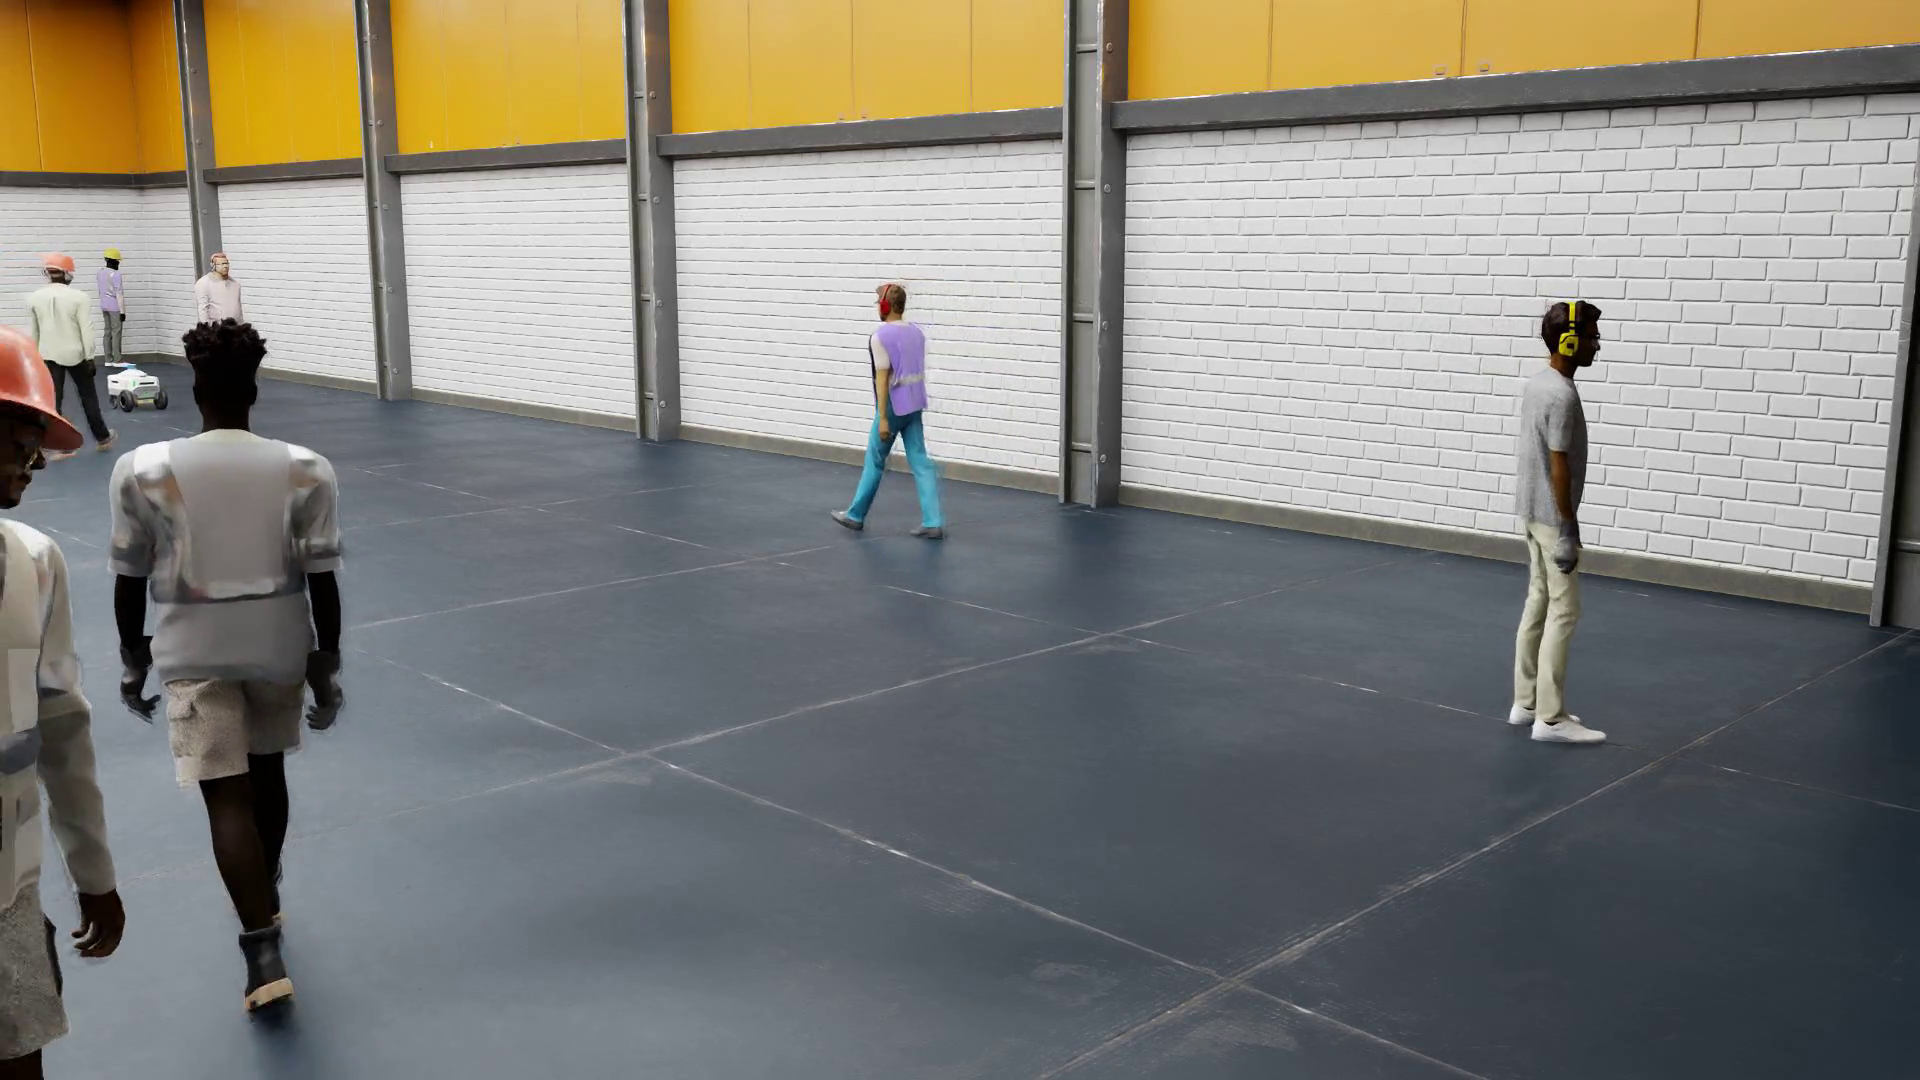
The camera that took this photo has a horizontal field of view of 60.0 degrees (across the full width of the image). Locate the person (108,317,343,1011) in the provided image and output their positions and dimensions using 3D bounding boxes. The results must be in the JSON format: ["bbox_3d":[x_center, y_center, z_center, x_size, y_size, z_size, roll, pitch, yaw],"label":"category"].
[{"bbox_3d":[-2.060,0.323,4.756,0.601,1.914,1.038,-8,13,-36],"label":"person"}]

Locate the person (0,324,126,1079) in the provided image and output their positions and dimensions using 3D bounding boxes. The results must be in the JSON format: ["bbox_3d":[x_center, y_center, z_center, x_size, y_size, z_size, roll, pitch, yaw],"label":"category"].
[{"bbox_3d":[-1.828,0.620,2.943,0.407,1.975,0.737,3,11,16],"label":"person"}]

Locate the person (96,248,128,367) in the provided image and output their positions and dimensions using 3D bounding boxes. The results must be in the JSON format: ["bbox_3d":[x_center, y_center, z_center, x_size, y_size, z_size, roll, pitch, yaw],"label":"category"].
[{"bbox_3d":[-13.701,-3.753,26.948,0.585,1.919,0.391,6,12,31],"label":"person"}]

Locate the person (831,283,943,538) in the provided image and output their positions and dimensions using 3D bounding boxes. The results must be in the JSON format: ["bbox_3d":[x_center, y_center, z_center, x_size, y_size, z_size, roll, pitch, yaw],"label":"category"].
[{"bbox_3d":[-0.480,-0.917,11.822,0.986,1.787,0.585,8,13,37],"label":"person"}]

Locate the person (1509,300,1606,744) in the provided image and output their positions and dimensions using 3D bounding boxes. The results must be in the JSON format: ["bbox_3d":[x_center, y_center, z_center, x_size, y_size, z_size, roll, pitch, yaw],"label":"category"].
[{"bbox_3d":[2.556,-0.078,7.059,0.378,1.869,0.522,1,10,5],"label":"person"}]

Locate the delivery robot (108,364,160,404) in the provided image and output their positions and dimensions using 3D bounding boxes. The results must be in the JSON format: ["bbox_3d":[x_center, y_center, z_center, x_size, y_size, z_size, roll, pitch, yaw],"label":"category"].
[{"bbox_3d":[-10.105,-1.907,20.327,0.707,0.478,0.477,9,14,38],"label":"delivery robot"}]

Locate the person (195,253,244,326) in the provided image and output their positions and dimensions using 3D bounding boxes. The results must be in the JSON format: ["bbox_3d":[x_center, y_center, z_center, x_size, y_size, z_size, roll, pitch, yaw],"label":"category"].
[{"bbox_3d":[-9.284,-2.657,20.996,0.402,1.911,0.638,5,12,27],"label":"person"}]

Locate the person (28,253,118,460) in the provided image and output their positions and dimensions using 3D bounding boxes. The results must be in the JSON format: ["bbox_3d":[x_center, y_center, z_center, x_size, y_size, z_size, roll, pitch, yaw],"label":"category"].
[{"bbox_3d":[-8.624,-1.789,16.135,0.652,1.946,0.981,0,10,-2],"label":"person"}]
